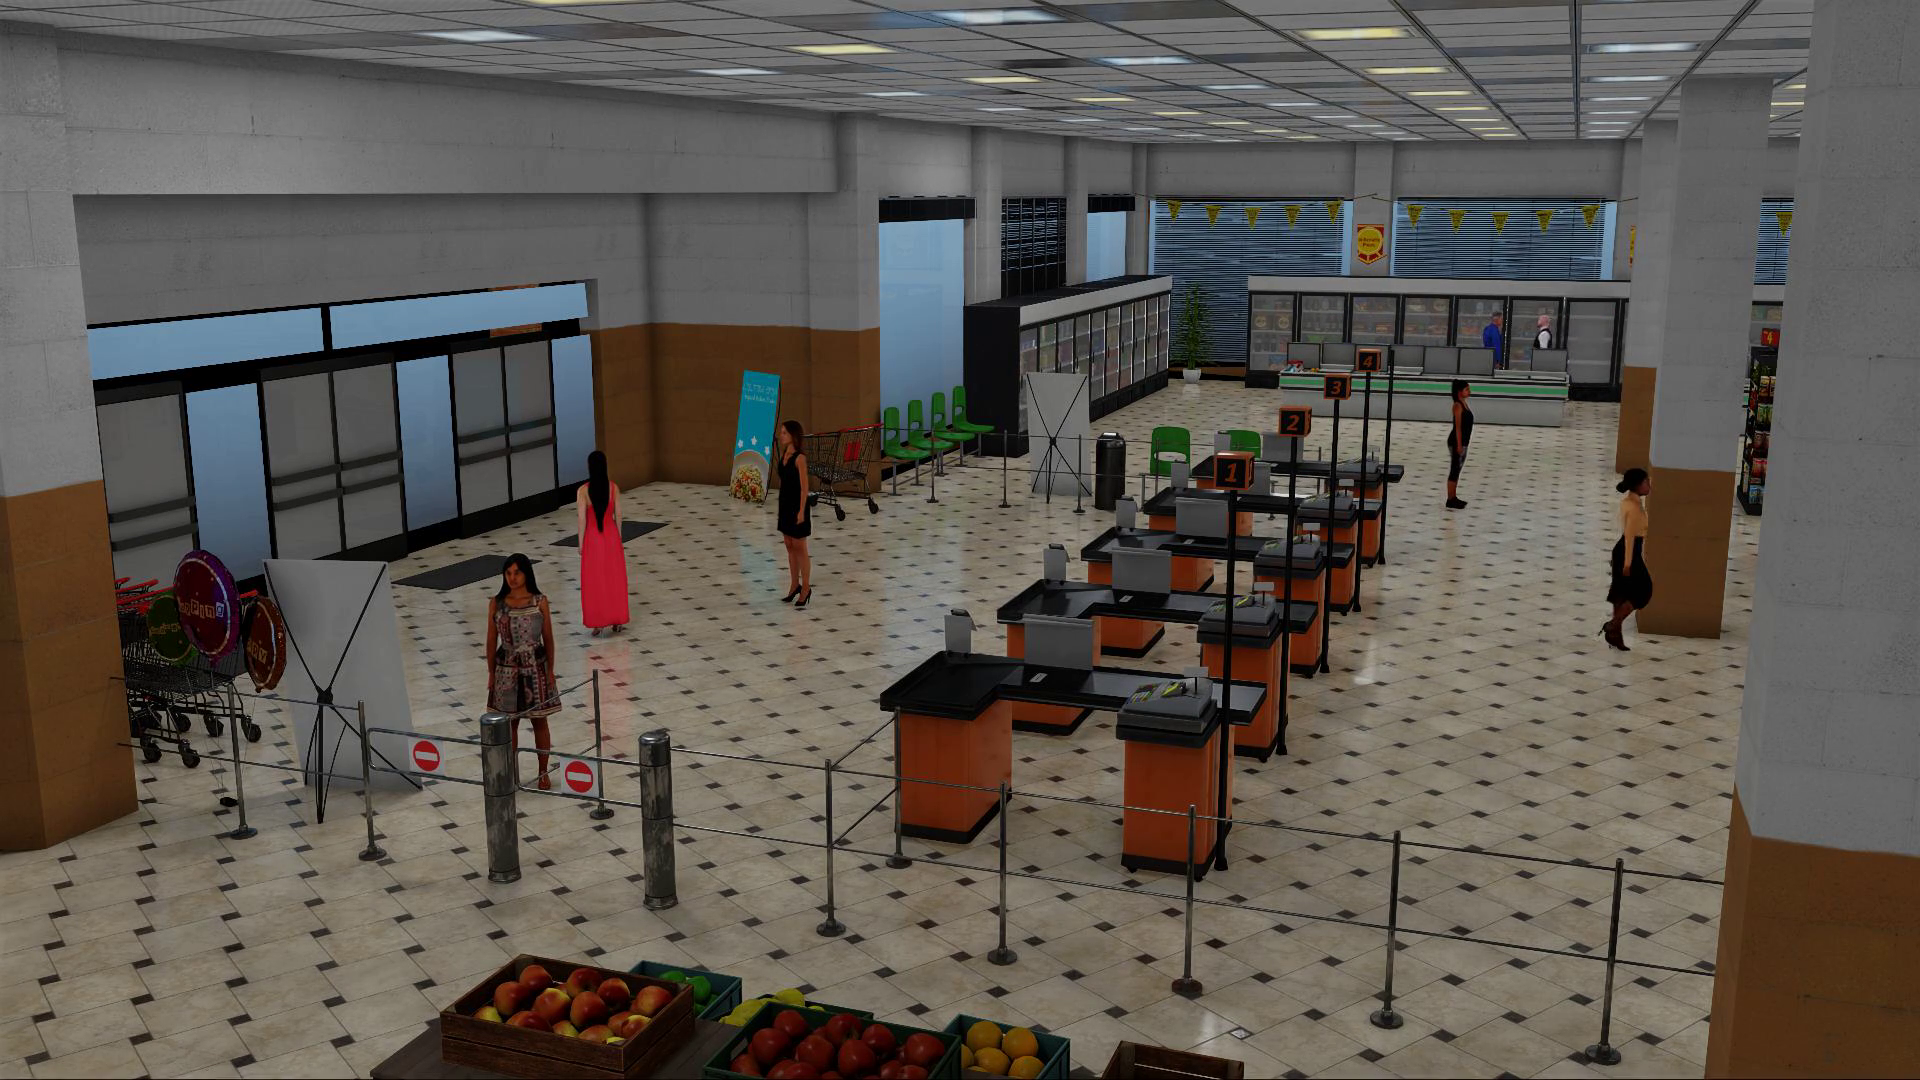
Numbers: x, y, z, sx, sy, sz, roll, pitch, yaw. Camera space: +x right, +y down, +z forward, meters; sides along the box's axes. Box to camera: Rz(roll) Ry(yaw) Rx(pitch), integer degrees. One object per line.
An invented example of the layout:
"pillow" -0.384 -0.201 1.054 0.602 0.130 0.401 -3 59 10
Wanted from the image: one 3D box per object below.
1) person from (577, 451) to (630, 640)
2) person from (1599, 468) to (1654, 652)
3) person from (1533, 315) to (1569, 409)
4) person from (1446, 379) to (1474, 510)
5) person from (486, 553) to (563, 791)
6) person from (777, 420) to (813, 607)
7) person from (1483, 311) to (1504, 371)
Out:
"person" -3.277 0.038 15.192 0.714 1.720 0.755 -8 14 -32
"person" 5.817 0.181 14.687 0.657 1.647 0.615 2 12 11
"person" 10.632 -3.156 30.181 1.138 1.792 0.715 4 12 18
"person" 6.435 -1.255 21.480 0.535 1.659 0.598 6 13 26
"person" -2.971 0.892 11.316 0.639 1.645 0.784 -2 12 -7
"person" -1.629 -0.261 16.333 0.728 1.834 0.633 -9 15 -36
"person" 9.852 -3.358 31.123 1.012 1.802 0.897 1 12 3
